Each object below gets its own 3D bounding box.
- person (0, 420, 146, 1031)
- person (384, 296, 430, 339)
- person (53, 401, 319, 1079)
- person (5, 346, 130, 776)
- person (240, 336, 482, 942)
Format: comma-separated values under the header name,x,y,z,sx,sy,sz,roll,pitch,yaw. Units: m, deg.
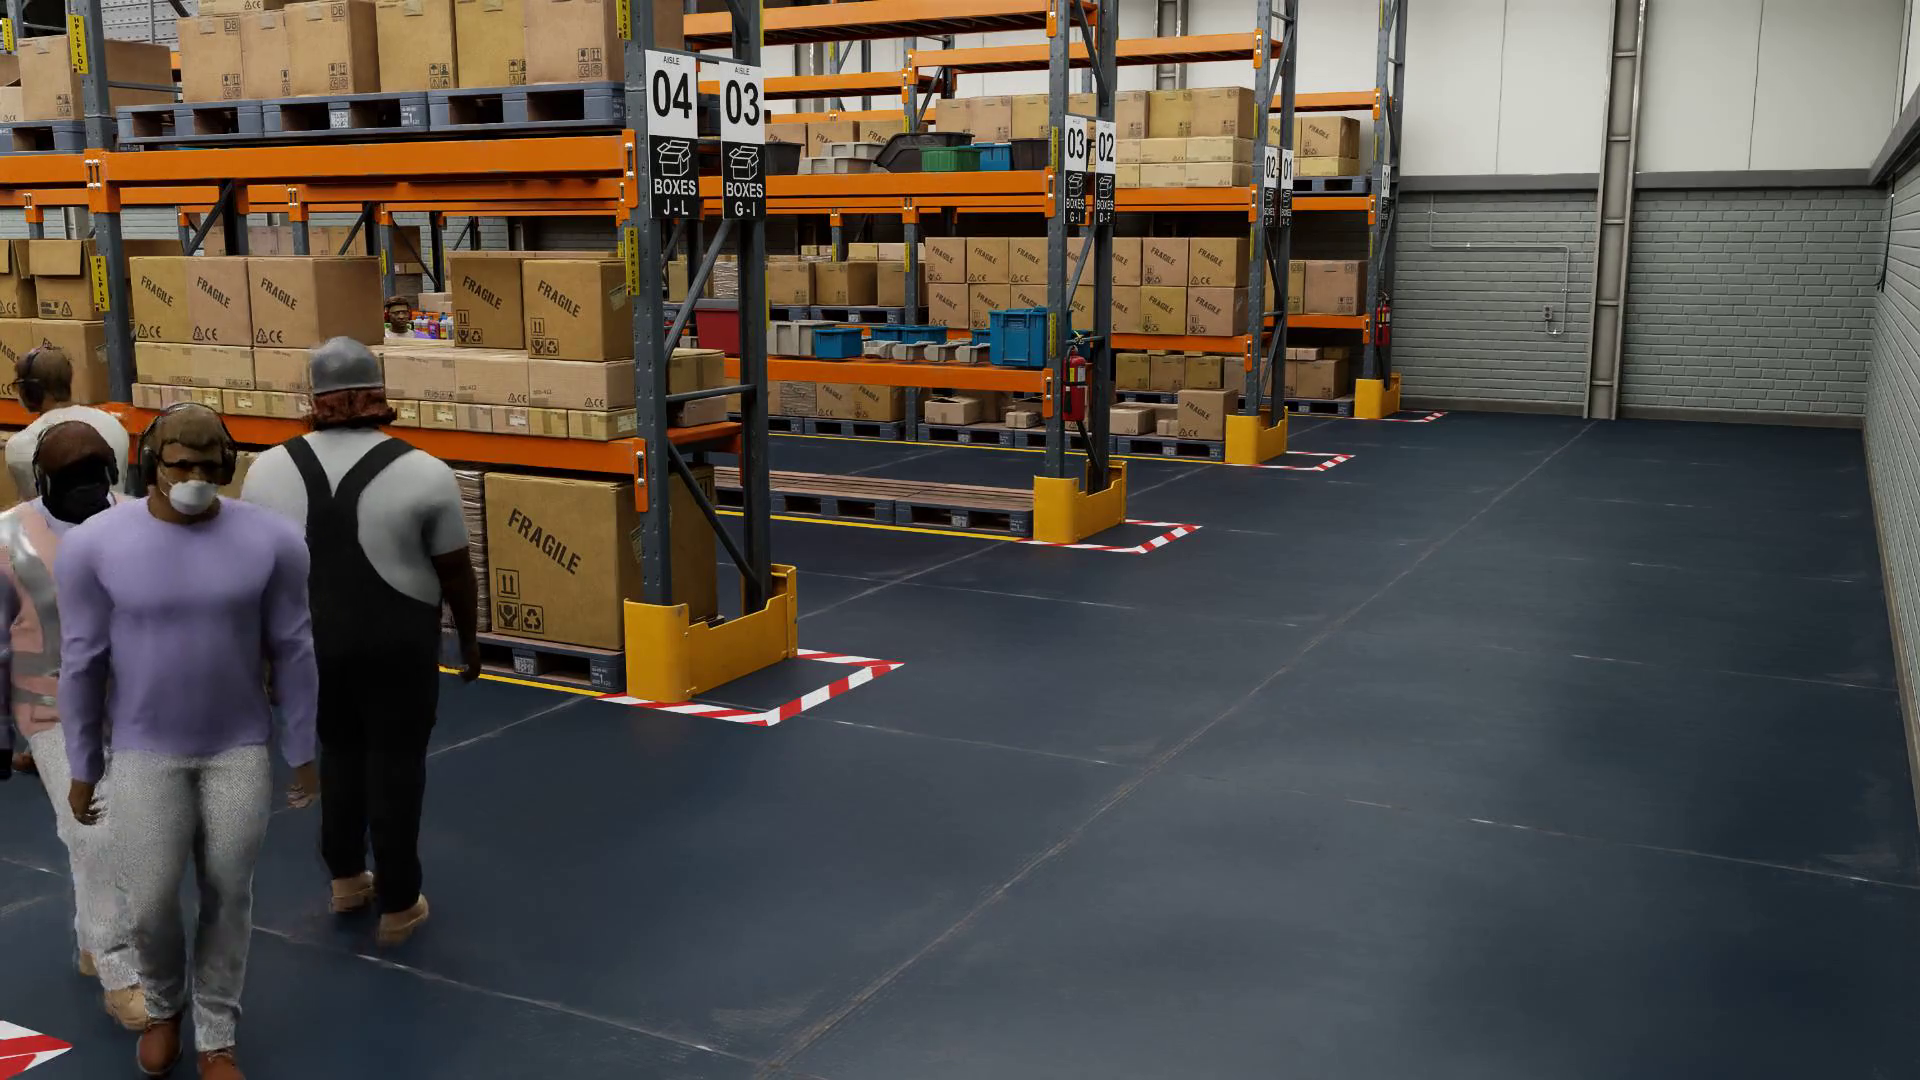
name,x,y,z,sx,sy,sz,roll,pitch,yaw
person,-2.549,0.542,5.016,0.776,1.805,0.617,7,12,32
person,-4.734,-1.142,14.102,0.566,1.847,0.389,-9,13,-39
person,-2.060,0.579,4.505,0.640,1.922,0.417,-6,12,-30
person,-3.695,0.121,7.106,0.995,1.901,0.632,4,11,19
person,-1.971,0.317,5.613,0.701,2.000,0.603,0,10,0
